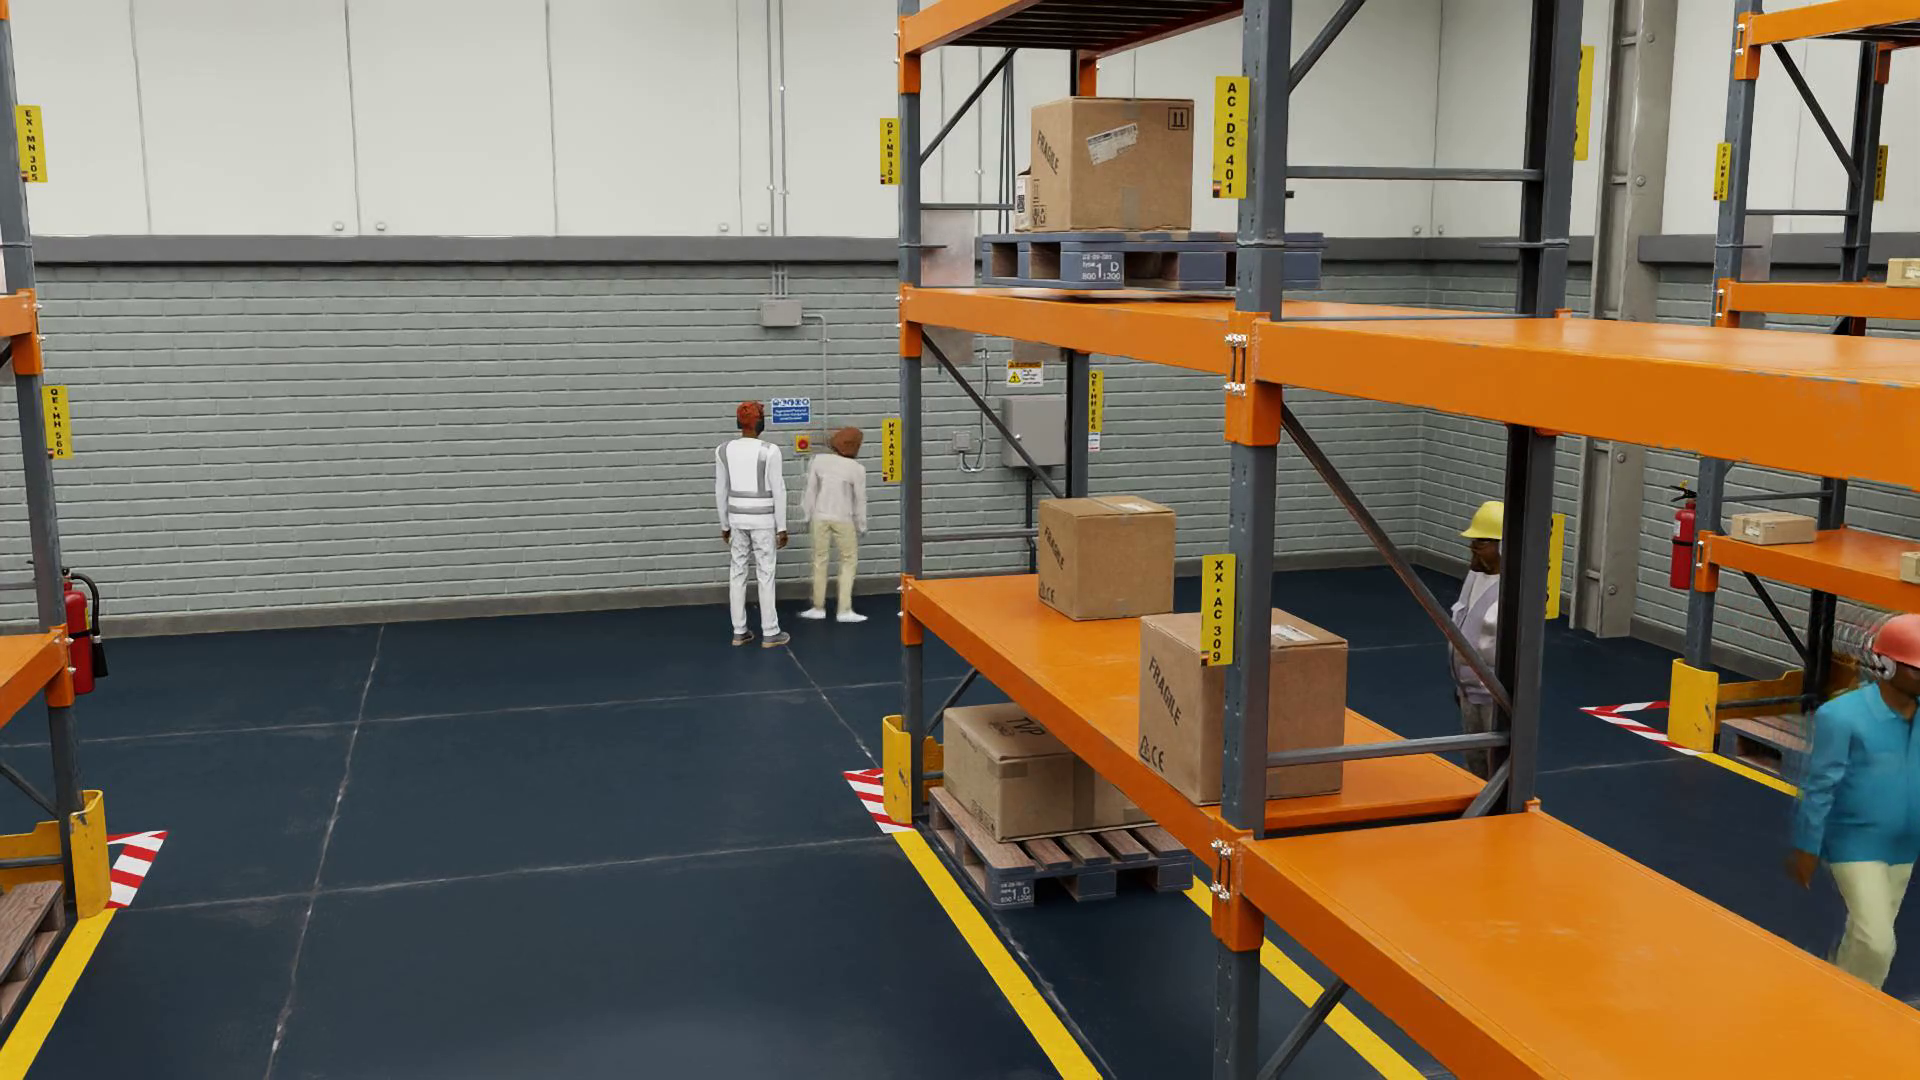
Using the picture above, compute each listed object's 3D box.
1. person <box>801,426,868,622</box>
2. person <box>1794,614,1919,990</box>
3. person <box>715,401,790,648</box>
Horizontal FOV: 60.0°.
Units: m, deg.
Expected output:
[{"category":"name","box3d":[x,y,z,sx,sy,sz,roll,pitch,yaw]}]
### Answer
[{"category":"person","box3d":[-1.038,-0.136,13.611,0.623,1.596,0.319,4,11,21]},{"category":"person","box3d":[3.396,1.121,6.036,0.603,1.728,0.584,-3,10,-16]},{"category":"person","box3d":[-1.576,-0.117,12.686,0.572,1.883,0.353,4,11,20]}]
